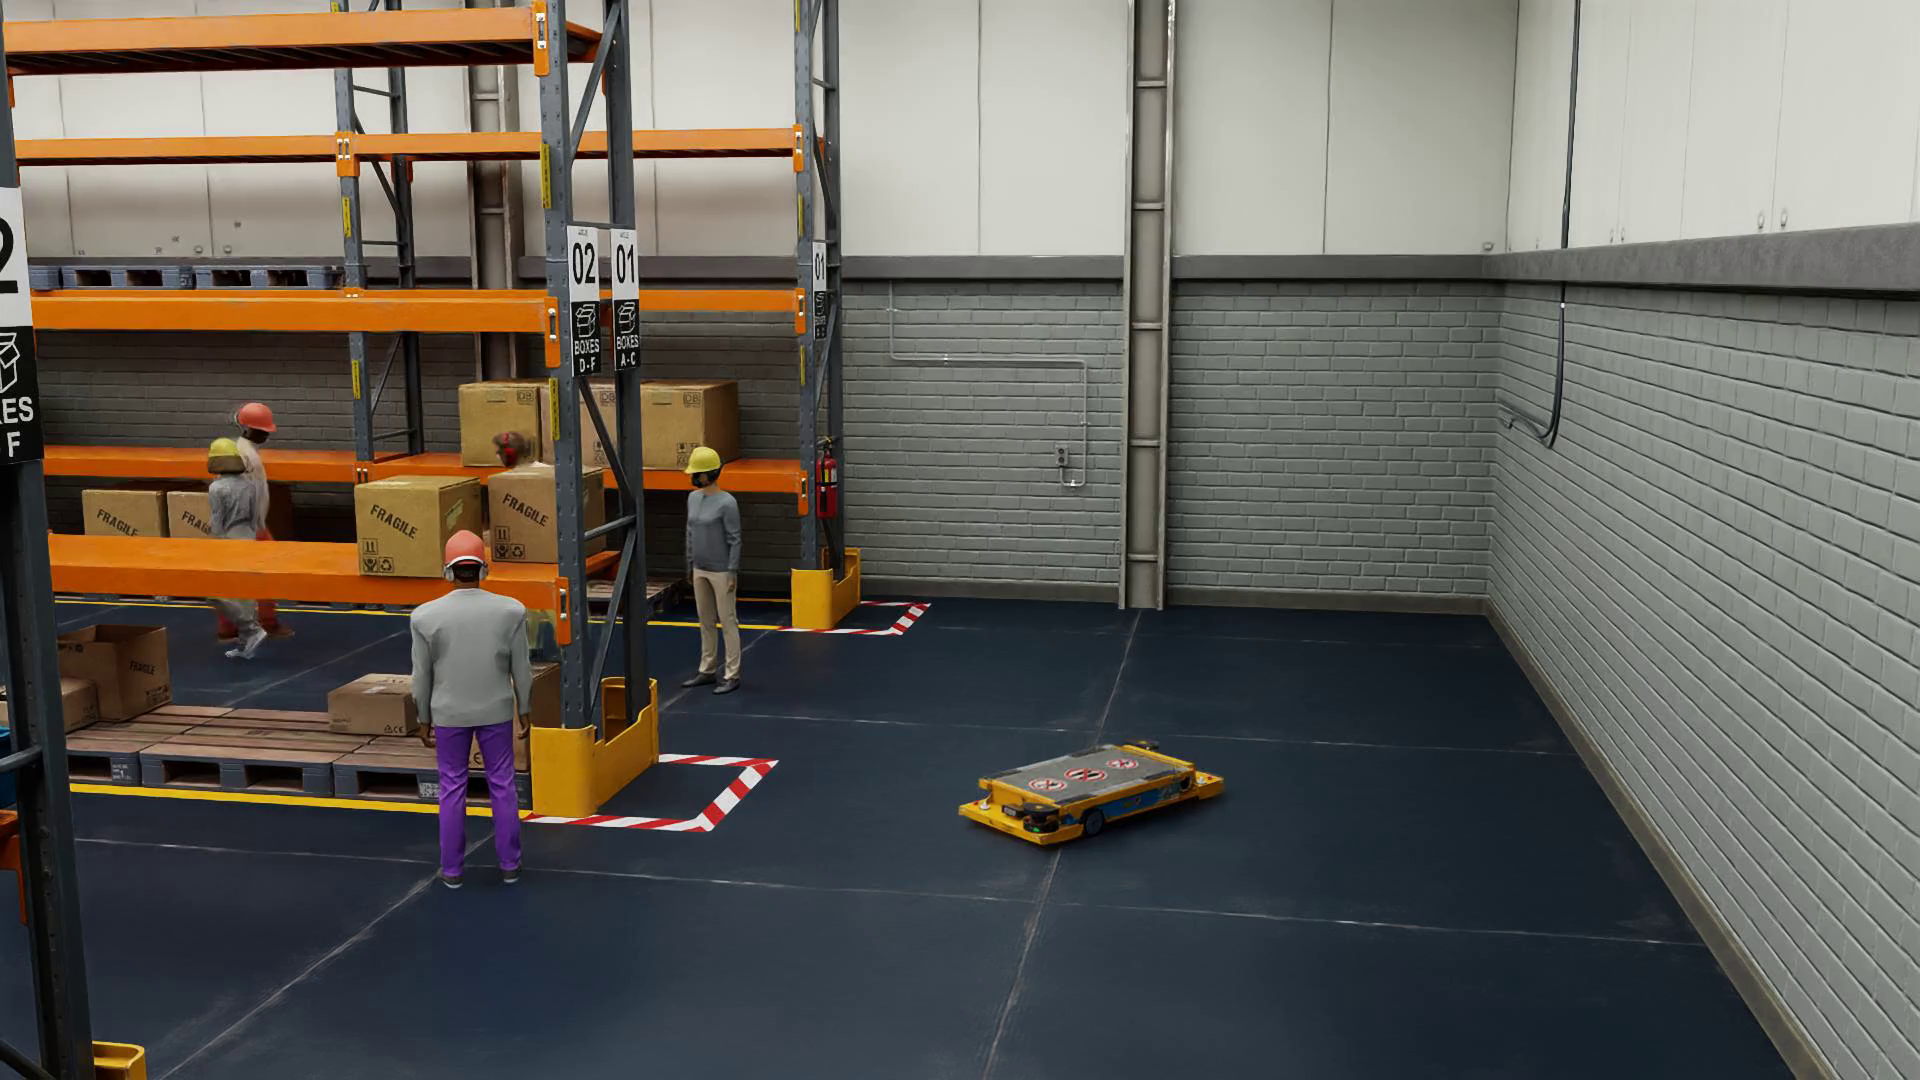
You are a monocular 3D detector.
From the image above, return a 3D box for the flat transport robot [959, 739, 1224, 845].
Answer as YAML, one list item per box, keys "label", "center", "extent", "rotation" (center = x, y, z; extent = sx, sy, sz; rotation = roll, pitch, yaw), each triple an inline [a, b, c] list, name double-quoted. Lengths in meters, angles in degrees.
- label: "flat transport robot"
  center: [0.749, 1.375, 9.228]
  extent: [1.431, 0.197, 0.652]
  rotation: [-8, 12, -40]

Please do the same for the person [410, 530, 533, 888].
- label: "person"
  center: [-2.375, 0.818, 8.126]
  extent: [0.568, 1.743, 0.349]
  rotation: [-3, 10, -19]

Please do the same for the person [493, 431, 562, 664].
- label: "person"
  center: [-3.267, 0.068, 12.654]
  extent: [0.858, 1.778, 0.575]
  rotation: [4, 10, 25]

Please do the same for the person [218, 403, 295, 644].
- label: "person"
  center: [-5.670, -0.129, 13.364]
  extent: [0.725, 1.941, 0.714]
  rotation: [-6, 11, -34]

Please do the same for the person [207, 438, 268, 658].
- label: "person"
  center: [-5.566, 0.079, 12.760]
  extent: [0.411, 1.721, 0.501]
  rotation: [2, 9, 14]

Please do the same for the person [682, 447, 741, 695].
- label: "person"
  center: [-1.769, 0.216, 11.815]
  extent: [0.526, 1.762, 0.336]
  rotation: [8, 12, 41]
